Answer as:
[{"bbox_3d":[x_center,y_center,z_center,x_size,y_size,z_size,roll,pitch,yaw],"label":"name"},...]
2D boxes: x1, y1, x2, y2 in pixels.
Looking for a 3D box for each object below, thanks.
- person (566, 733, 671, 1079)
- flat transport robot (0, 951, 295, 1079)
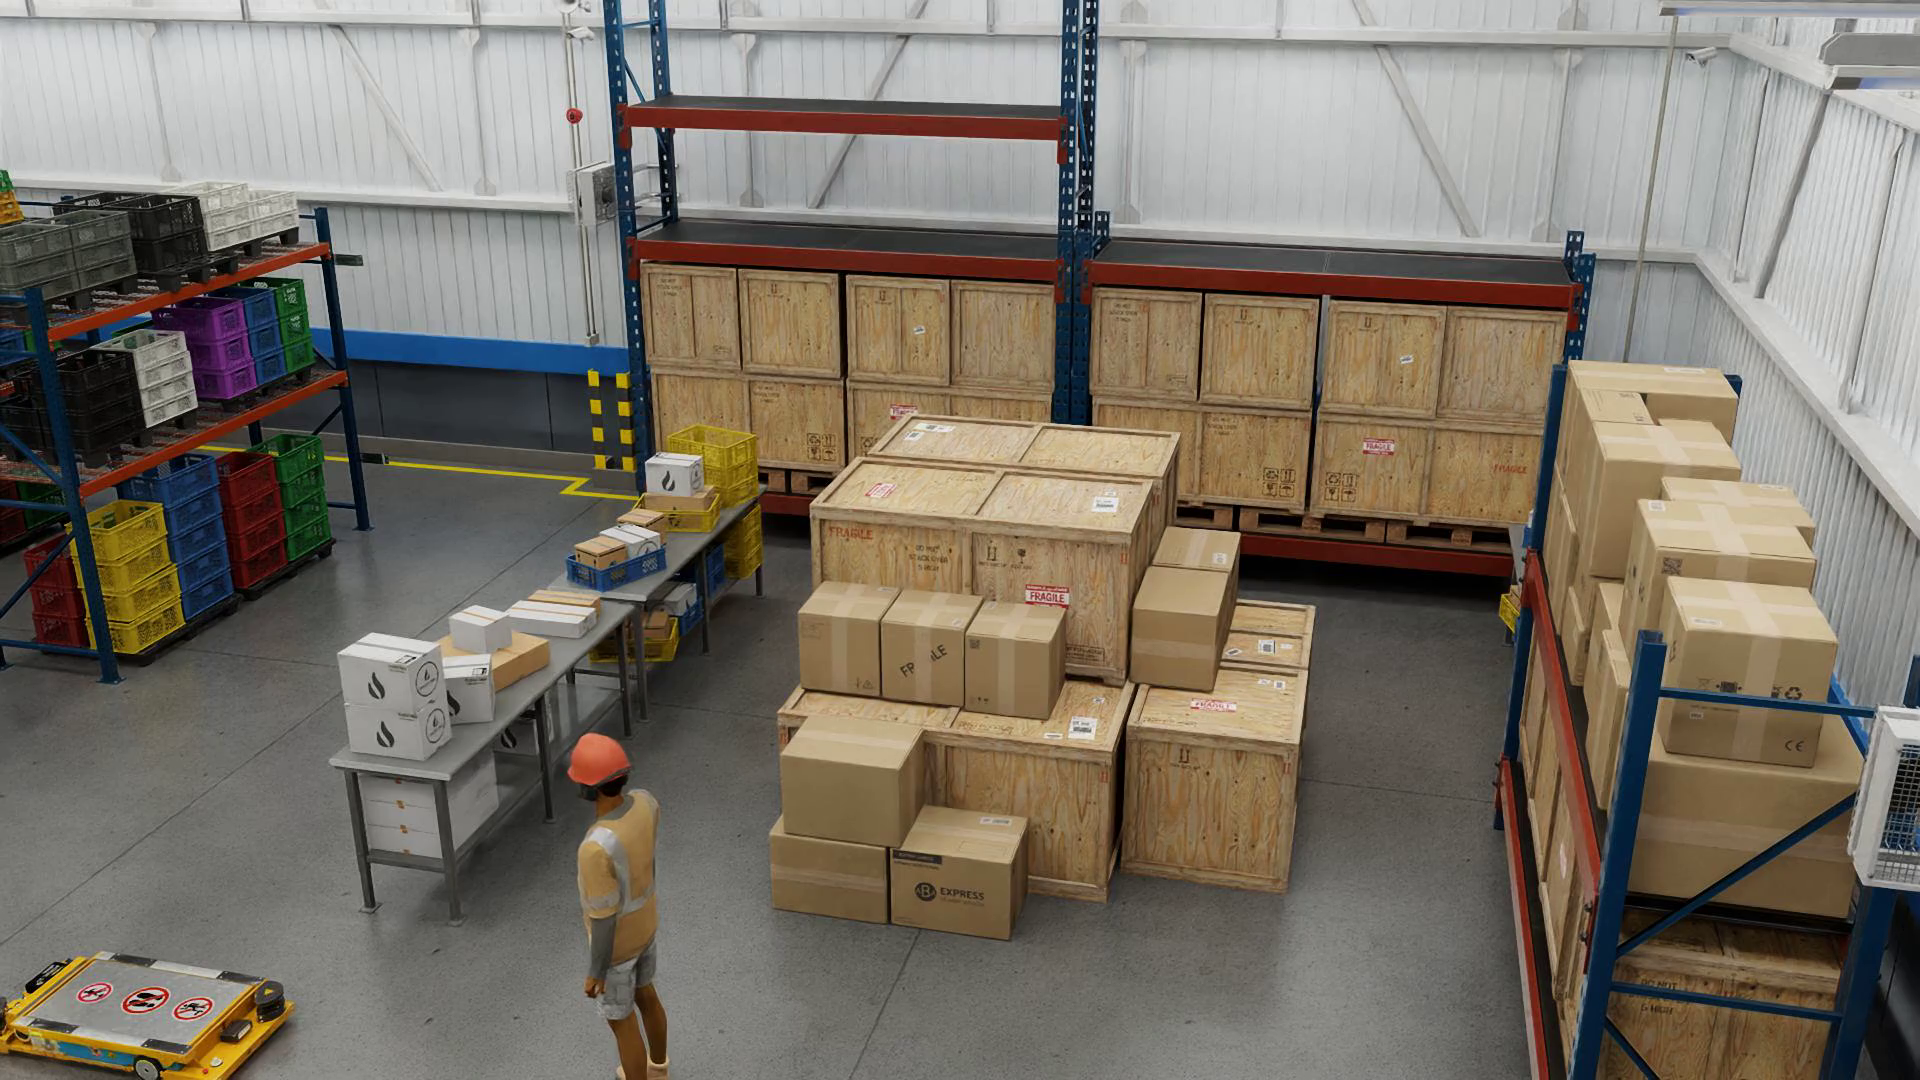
[{"bbox_3d":[-1.608,1.834,7.771,0.380,2.038,0.614,5,21,13],"label":"person"},{"bbox_3d":[-4.270,2.464,8.601,1.431,0.231,0.659,5,22,13],"label":"flat transport robot"}]
